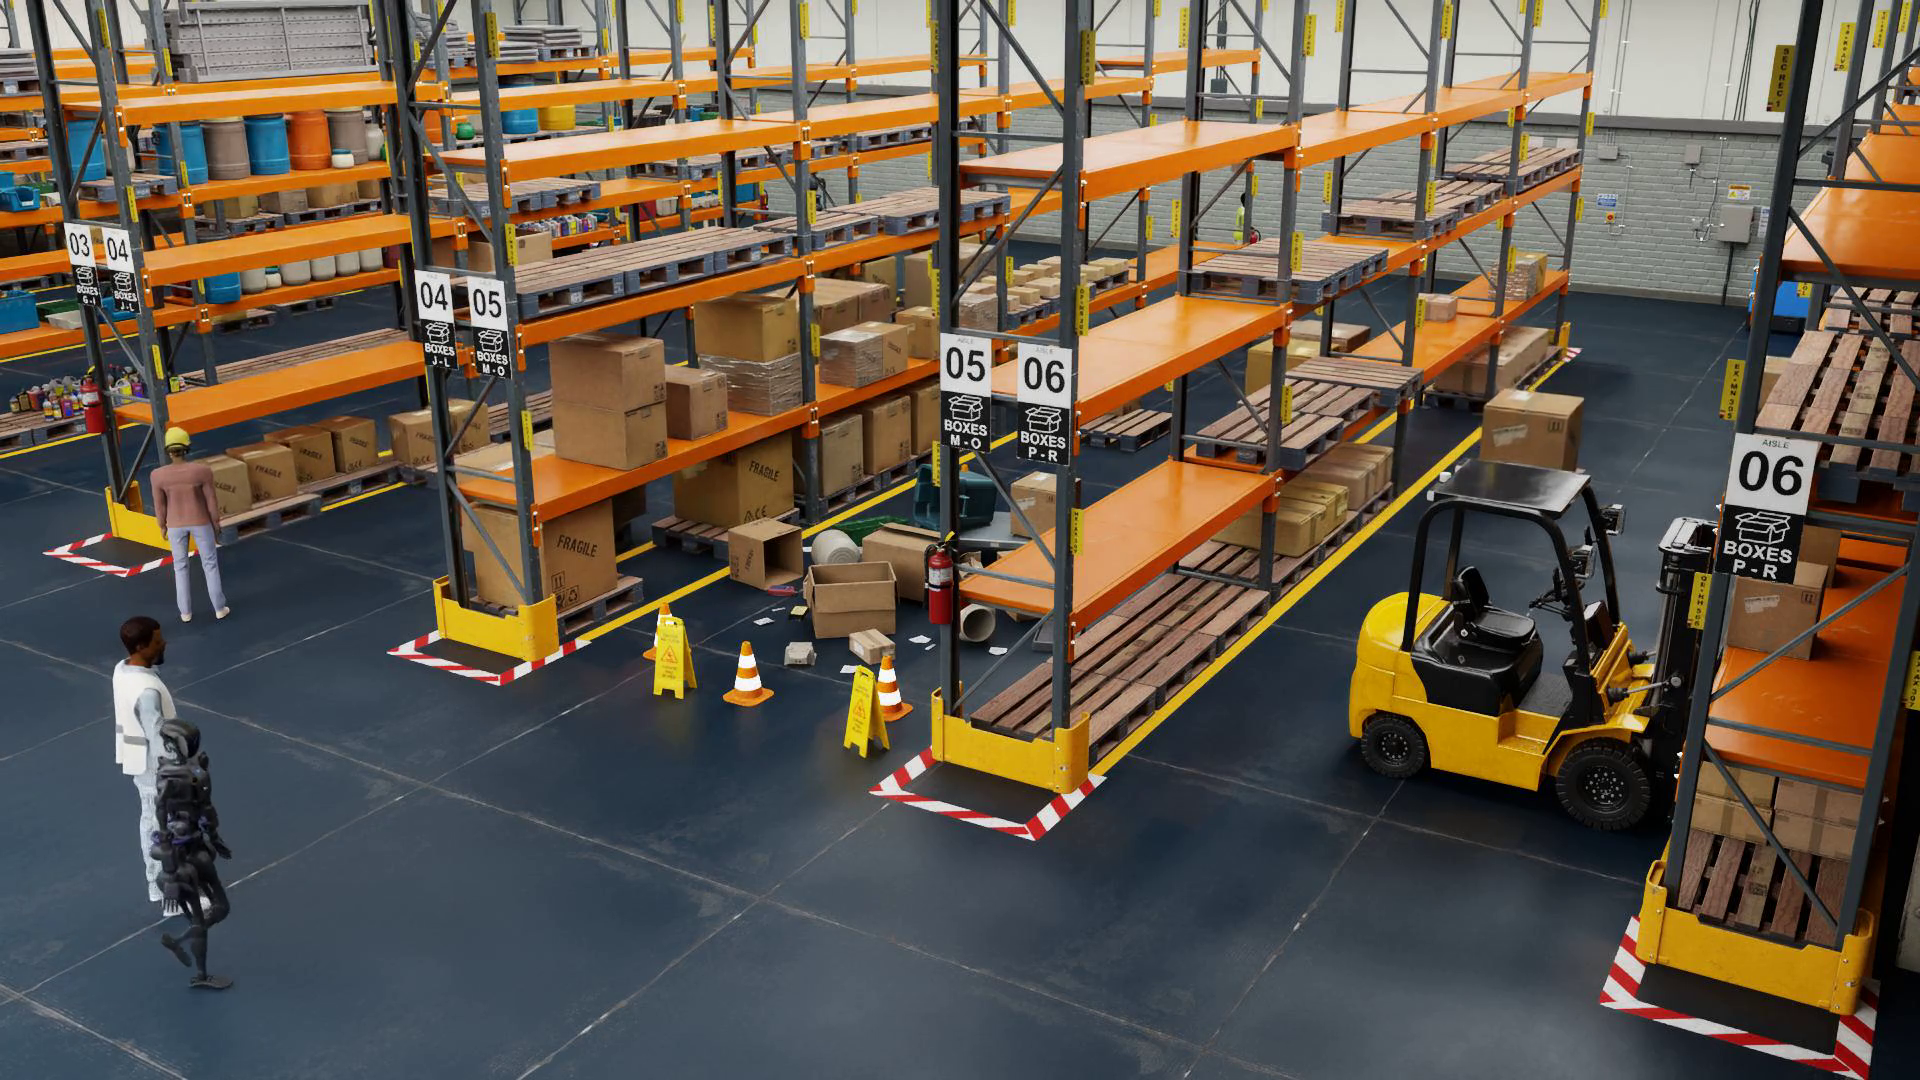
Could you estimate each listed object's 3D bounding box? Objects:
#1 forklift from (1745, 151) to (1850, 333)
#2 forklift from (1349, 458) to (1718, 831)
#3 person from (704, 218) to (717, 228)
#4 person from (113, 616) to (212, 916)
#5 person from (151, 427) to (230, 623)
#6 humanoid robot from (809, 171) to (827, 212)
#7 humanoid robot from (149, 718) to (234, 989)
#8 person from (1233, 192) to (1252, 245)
[{"bbox_3d":[13.620,-4.667,26.137,1.873,2.768,1.129,11,22,29],"label":"forklift"},{"bbox_3d":[3.988,0.658,11.776,2.313,2.155,1.214,11,22,29],"label":"forklift"},{"bbox_3d":[-5.235,-7.063,34.866,0.491,1.688,0.347,-6,20,-17],"label":"person"},{"bbox_3d":[-4.912,1.371,10.130,0.372,1.916,0.596,-15,24,-37],"label":"person"},{"bbox_3d":[-6.821,-0.137,14.736,0.519,1.758,0.342,-5,20,-15],"label":"person"},{"bbox_3d":[-3.069,-7.015,34.748,0.601,1.649,0.341,-6,20,-17],"label":"humanoid robot"},{"bbox_3d":[-4.391,1.766,9.351,0.426,1.640,0.612,1,19,2],"label":"humanoid robot"},{"bbox_3d":[5.164,-5.511,30.376,0.319,1.687,0.537,-2,19,-4],"label":"person"}]
